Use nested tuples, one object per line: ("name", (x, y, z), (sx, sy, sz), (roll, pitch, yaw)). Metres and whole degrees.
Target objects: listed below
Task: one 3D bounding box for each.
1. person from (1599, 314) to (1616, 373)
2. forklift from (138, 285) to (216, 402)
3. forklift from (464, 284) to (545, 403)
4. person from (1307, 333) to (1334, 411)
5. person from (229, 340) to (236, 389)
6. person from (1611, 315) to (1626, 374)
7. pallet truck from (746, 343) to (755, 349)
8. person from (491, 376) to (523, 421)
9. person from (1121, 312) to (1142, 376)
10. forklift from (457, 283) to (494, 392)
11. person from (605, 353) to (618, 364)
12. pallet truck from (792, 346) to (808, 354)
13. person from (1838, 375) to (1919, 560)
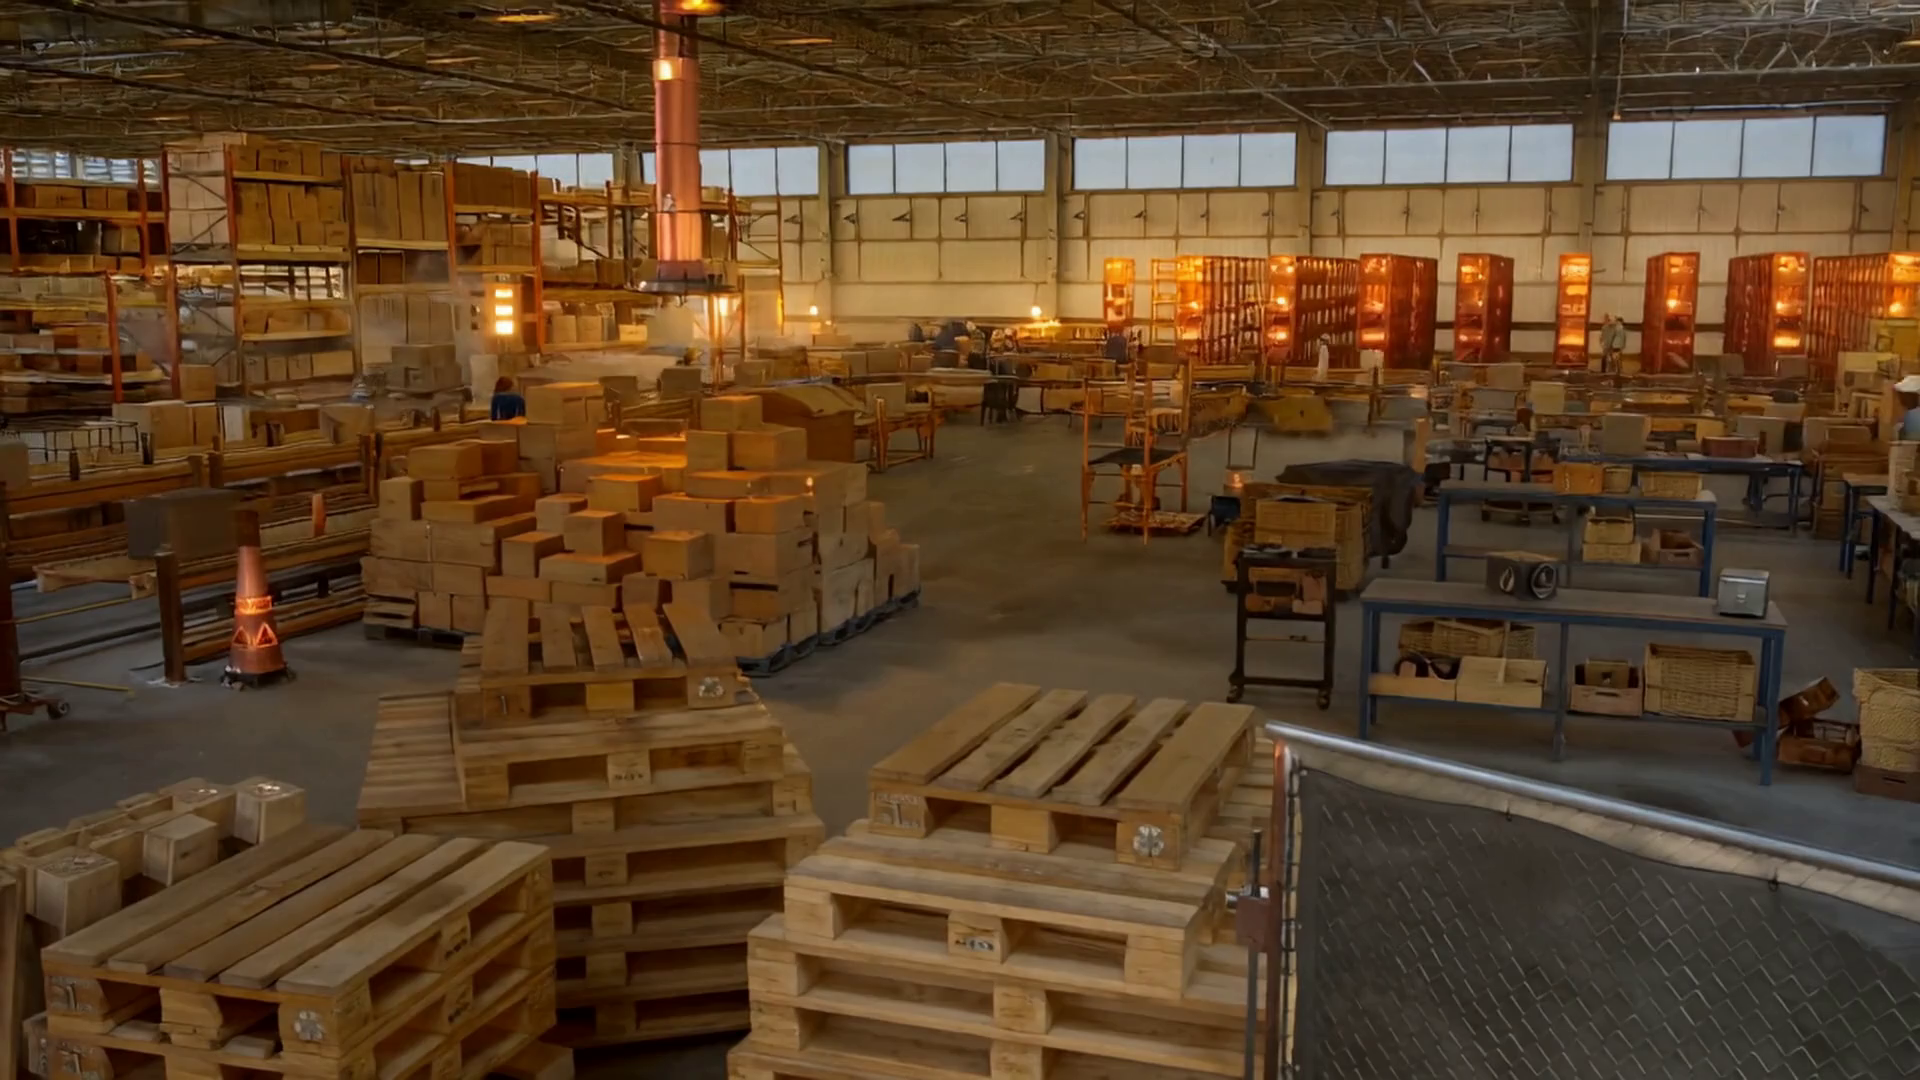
("person", (19.634, -5.913, 50.453), (0.390, 1.846, 0.563), (-4, 10, -24))
("forklift", (-17.480, -4.200, 36.461), (1.873, 2.768, 1.129), (3, 10, 19))
("forklift", (-10.832, -4.702, 39.610), (1.129, 2.768, 1.873), (3, 10, 20))
("person", (8.094, -3.760, 37.237), (0.537, 1.748, 0.535), (1, 9, 9))
("person", (-18.678, -4.775, 43.145), (0.551, 1.911, 0.848), (4, 10, 24))
("person", (20.144, -5.968, 50.840), (0.404, 1.834, 0.591), (3, 10, 18))
("pallet truck", (-6.183, -4.618, 44.264), (1.601, 1.201, 0.680), (-9, 12, -43))
("person", (-6.350, -1.484, 23.343), (0.287, 1.625, 0.497), (8, 12, 41))
("person", (5.133, -5.838, 49.737), (0.608, 1.932, 0.449), (-1, 9, -4))
("forklift", (-12.167, -5.108, 42.162), (1.129, 2.768, 1.873), (3, 10, 20))
("person", (-10.733, -5.920, 51.070), (0.534, 1.664, 0.792), (-2, 9, -11))
("pallet truck", (-3.705, -4.298, 42.022), (0.653, 1.274, 1.630), (3, 10, 20))
("person", (9.989, -0.741, 17.559), (1.073, 1.981, 0.620), (4, 10, 26))
